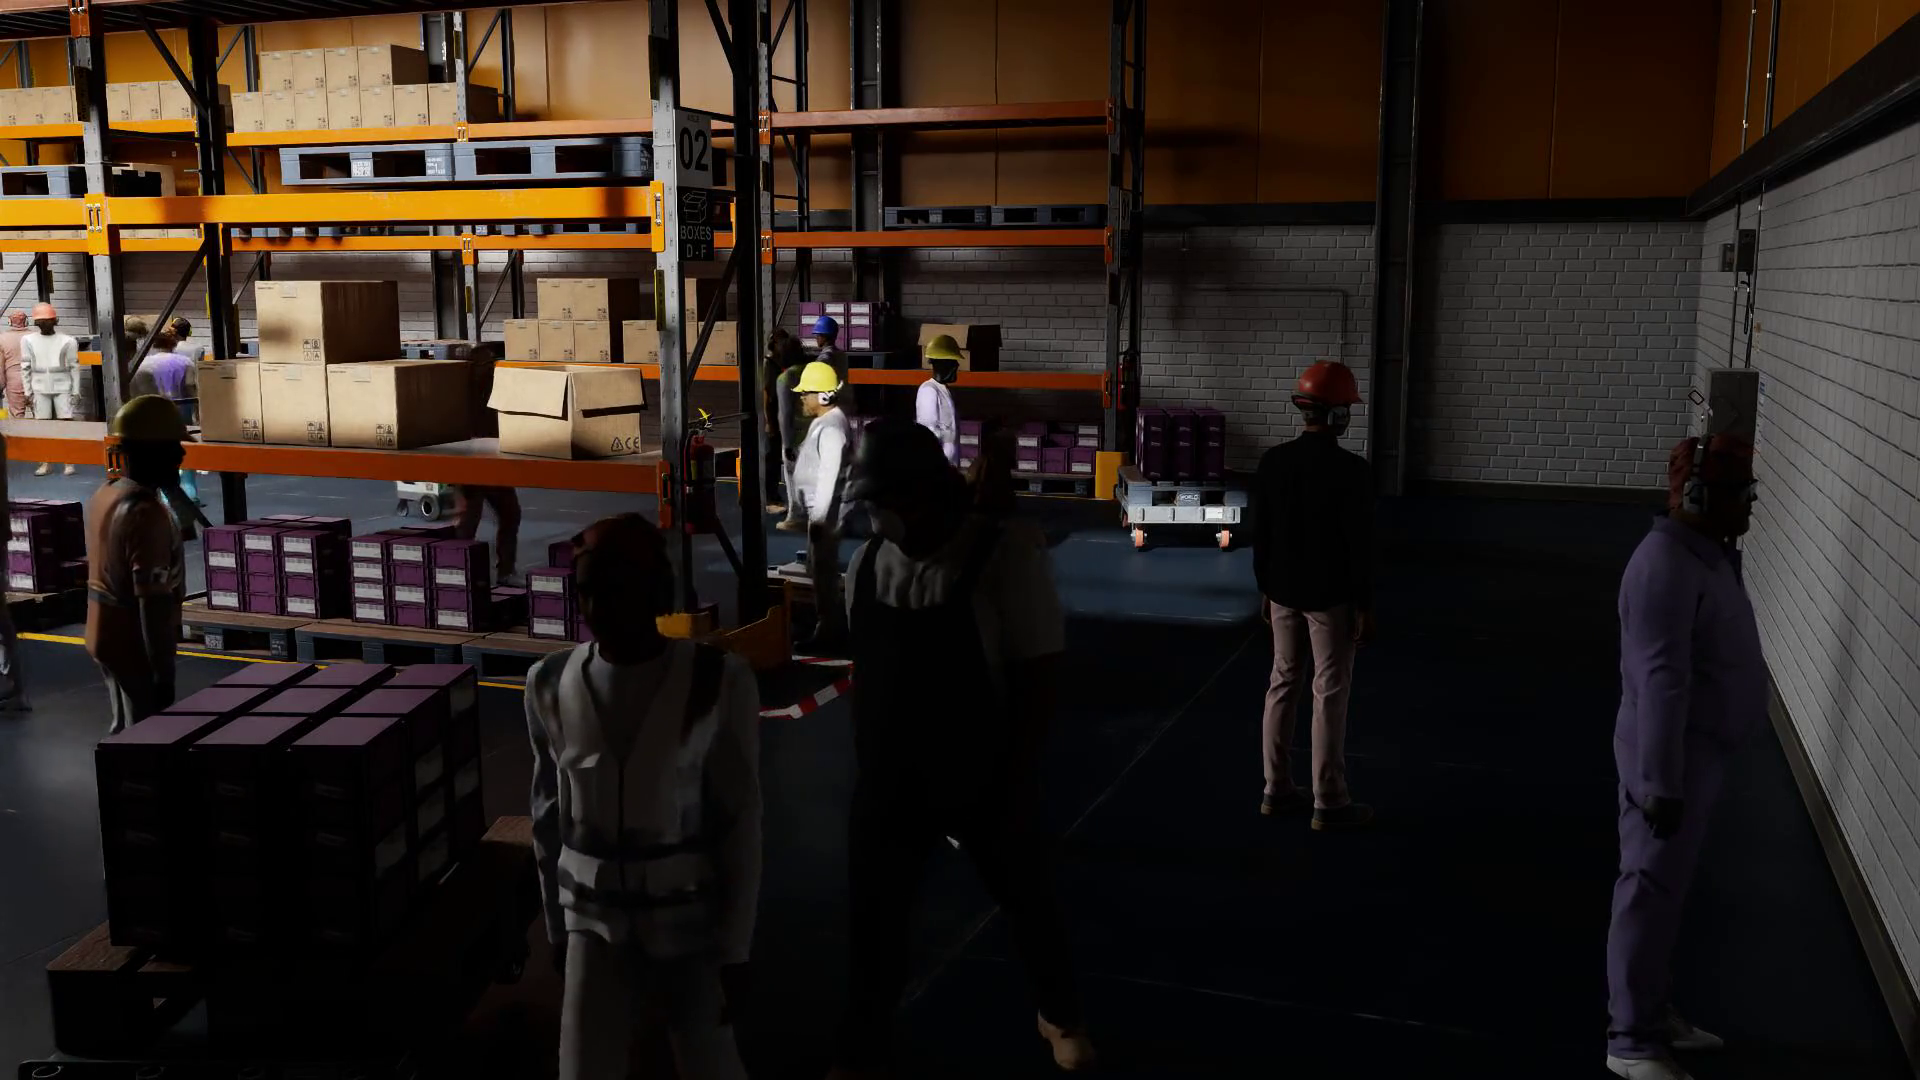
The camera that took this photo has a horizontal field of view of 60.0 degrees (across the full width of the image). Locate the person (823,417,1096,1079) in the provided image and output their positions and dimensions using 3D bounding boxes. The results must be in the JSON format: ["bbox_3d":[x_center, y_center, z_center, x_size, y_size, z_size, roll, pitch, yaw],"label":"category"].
[{"bbox_3d":[-0.002,0.587,4.773,0.707,2.000,0.860,5,10,27],"label":"person"}]

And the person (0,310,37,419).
[{"bbox_3d":[-12.193,-2.037,21.667,0.638,1.911,0.402,-6,11,-32],"label":"person"}]

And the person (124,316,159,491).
[{"bbox_3d":[-8.942,-1.476,18.112,0.655,1.907,0.807,-8,12,-43],"label":"person"}]

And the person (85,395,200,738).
[{"bbox_3d":[-3.073,0.408,6.328,0.438,1.912,0.584,-8,12,-41],"label":"person"}]

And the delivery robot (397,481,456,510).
[{"bbox_3d":[-5.142,-0.535,16.177,0.707,0.478,0.477,6,11,33],"label":"delivery robot"}]

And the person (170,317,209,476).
[{"bbox_3d":[-9.103,-1.680,19.559,0.328,1.868,0.508,7,11,38],"label":"person"}]

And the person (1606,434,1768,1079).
[{"bbox_3d":[2.125,0.640,4.860,0.399,1.909,0.642,5,11,31],"label":"person"}]

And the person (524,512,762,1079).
[{"bbox_3d":[-0.694,0.842,3.787,0.574,1.852,0.909,1,9,9],"label":"person"}]

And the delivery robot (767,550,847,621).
[{"bbox_3d":[-1.017,0.312,10.856,0.707,0.478,0.477,6,11,32],"label":"delivery robot"}]

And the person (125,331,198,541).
[{"bbox_3d":[-7.210,-0.895,14.611,0.867,1.872,0.683,-5,10,-27],"label":"person"}]

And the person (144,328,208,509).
[{"bbox_3d":[-7.942,-1.208,16.733,0.623,1.830,0.395,-1,9,-3],"label":"person"}]

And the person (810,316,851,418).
[{"bbox_3d":[-1.297,-1.257,16.641,0.404,1.948,0.605,2,9,15],"label":"person"}]

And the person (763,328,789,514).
[{"bbox_3d":[-1.835,-1.178,16.490,0.343,1.839,0.506,2,9,9],"label":"person"}]

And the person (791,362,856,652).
[{"bbox_3d":[-0.856,-0.205,10.441,0.419,1.821,0.620,-1,9,-7],"label":"person"}]

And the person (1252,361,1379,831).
[{"bbox_3d":[1.532,0.236,7.120,0.385,1.993,0.623,-7,11,-38],"label":"person"}]

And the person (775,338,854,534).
[{"bbox_3d":[-1.351,-0.930,15.076,0.853,1.798,0.692,9,12,43],"label":"person"}]

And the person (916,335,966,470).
[{"bbox_3d":[-0.136,-0.534,12.167,0.366,1.926,0.594,1,9,8],"label":"person"}]

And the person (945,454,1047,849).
[{"bbox_3d":[0.113,0.463,6.827,0.507,1.633,0.278,0,9,-1],"label":"person"}]

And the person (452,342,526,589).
[{"bbox_3d":[-3.518,-0.518,12.258,0.733,1.865,0.679,3,10,18],"label":"person"}]

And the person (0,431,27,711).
[{"bbox_3d":[-5.245,0.031,8.870,0.419,1.854,0.525,2,9,11],"label":"person"}]

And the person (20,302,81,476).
[{"bbox_3d":[-10.677,-1.765,19.538,0.614,2.039,0.395,-3,10,-18],"label":"person"}]
